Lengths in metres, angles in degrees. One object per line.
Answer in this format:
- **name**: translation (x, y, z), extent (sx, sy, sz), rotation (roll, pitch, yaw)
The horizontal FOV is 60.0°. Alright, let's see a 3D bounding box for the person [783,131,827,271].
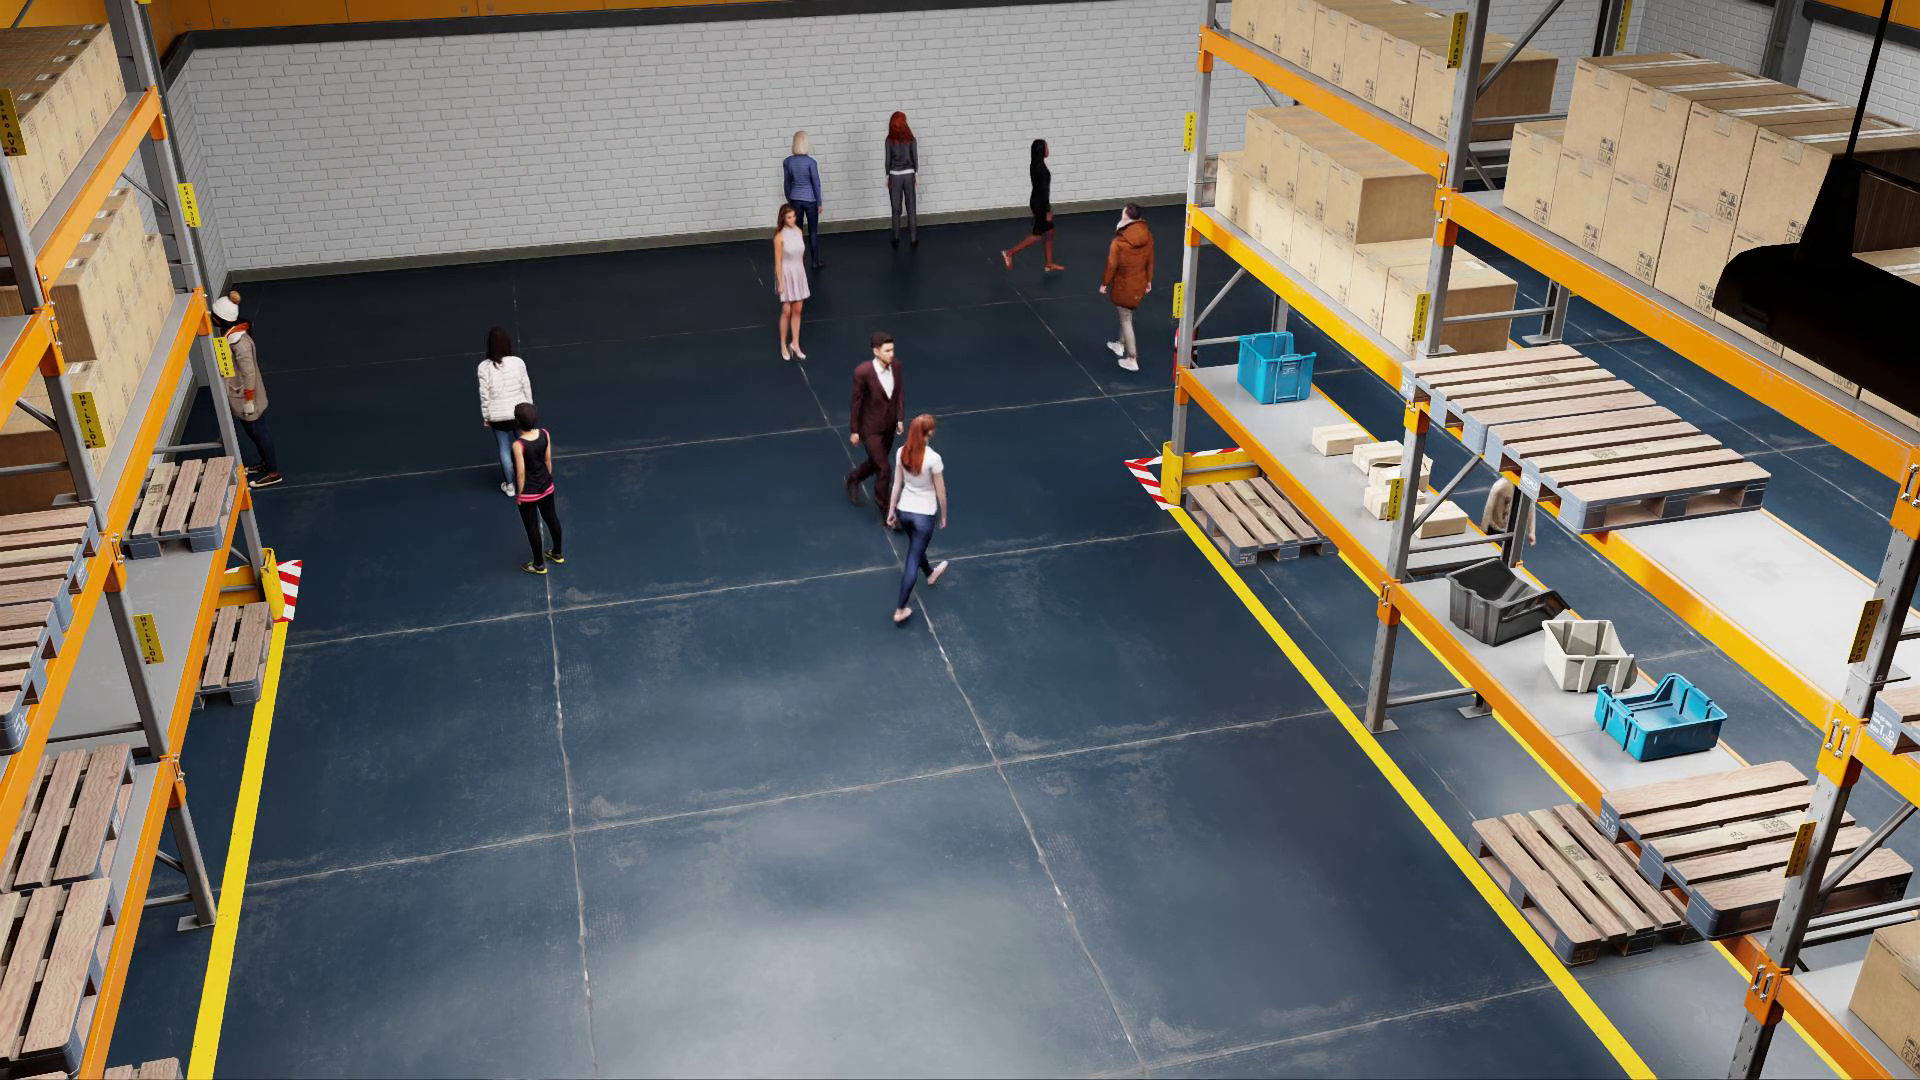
- **person**: translation (-1.964, -4.272, 20.923), extent (0.724, 1.740, 0.736), rotation (9, 30, 17)

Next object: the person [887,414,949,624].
- **person**: translation (-0.404, -0.133, 13.385), extent (1.102, 1.694, 1.156), rotation (13, 31, 22)

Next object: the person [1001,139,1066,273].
- **person**: translation (0.922, -4.105, 20.665), extent (0.813, 1.695, 1.037), rotation (-3, 29, -5)

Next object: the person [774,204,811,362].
- **person**: translation (-1.871, -2.838, 18.263), extent (0.653, 1.770, 0.696), rotation (-22, 36, -35)

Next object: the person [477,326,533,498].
- **person**: translation (-4.190, -1.193, 15.387), extent (0.650, 1.636, 0.584), rotation (-11, 31, -20)

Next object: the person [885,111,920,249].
- **person**: translation (-0.756, -4.688, 21.645), extent (0.620, 1.781, 0.567), rotation (-1, 29, -2)

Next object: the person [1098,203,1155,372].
- **person**: translation (1.876, -2.702, 17.970), extent (0.914, 1.813, 1.031), rotation (-21, 35, -33)

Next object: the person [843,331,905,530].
- **person**: translation (-0.796, -1.028, 14.889), extent (1.056, 1.823, 1.274), rotation (-22, 35, -34)

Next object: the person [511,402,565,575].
- **person**: translation (-3.610, -0.460, 14.132), extent (0.671, 1.553, 0.620), rotation (18, 33, 29)

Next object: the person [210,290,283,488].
- **person**: translation (-6.676, -1.429, 15.554), extent (0.822, 1.891, 0.681), rotation (-15, 32, -25)
